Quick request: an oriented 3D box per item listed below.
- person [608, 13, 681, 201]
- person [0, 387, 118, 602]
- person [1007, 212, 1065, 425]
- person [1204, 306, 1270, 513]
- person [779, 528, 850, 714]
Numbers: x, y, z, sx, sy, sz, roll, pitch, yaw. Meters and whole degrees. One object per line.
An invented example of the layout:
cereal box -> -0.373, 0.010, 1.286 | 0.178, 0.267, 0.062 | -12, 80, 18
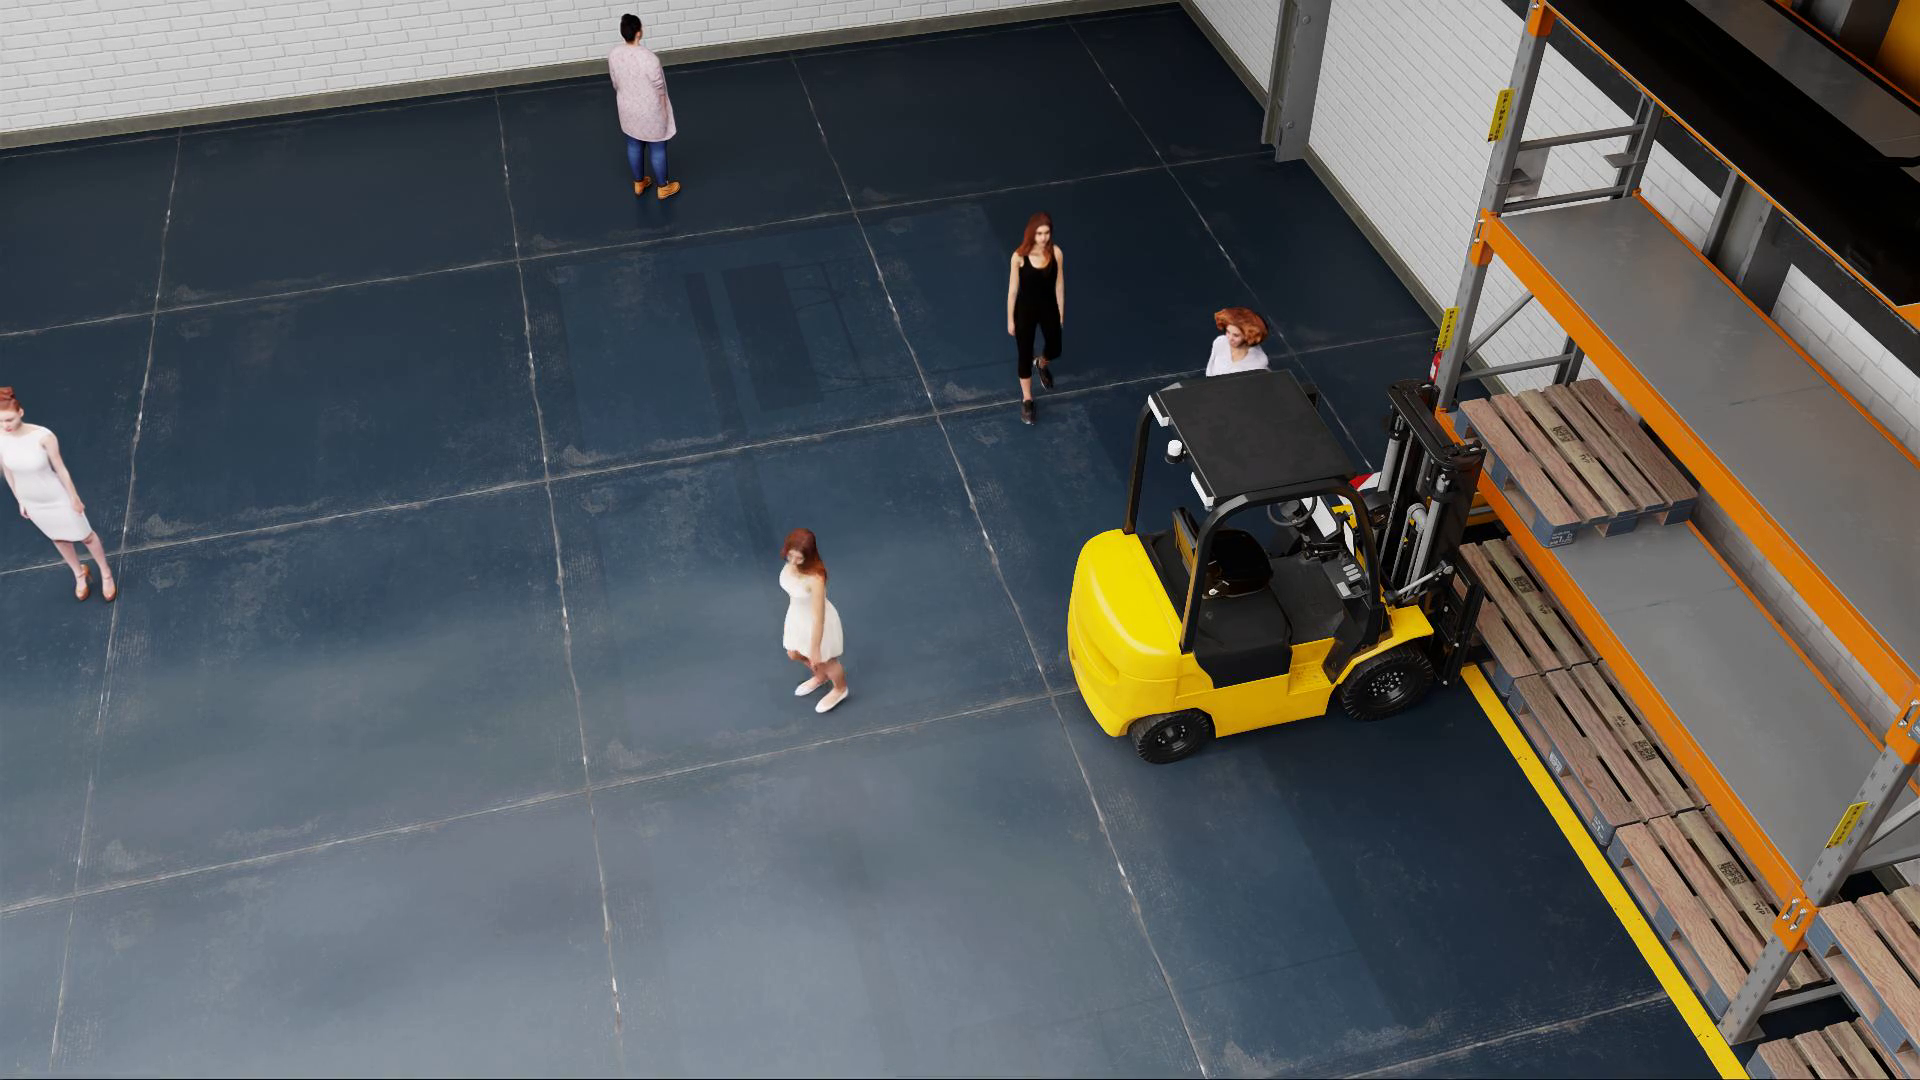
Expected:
person -> -2.815, -3.839, 14.707 | 0.795, 1.744, 0.832 | 16, 46, 16
person -> -5.972, -0.282, 10.937 | 0.594, 1.794, 0.551 | -2, 44, -2
person -> 0.570, -1.735, 12.517 | 0.654, 1.718, 0.857 | -5, 44, -5
person -> 2.029, -1.002, 11.785 | 1.054, 1.666, 1.026 | 31, 52, 29
person -> -0.864, 0.468, 10.241 | 0.747, 1.668, 0.673 | -17, 46, -17
